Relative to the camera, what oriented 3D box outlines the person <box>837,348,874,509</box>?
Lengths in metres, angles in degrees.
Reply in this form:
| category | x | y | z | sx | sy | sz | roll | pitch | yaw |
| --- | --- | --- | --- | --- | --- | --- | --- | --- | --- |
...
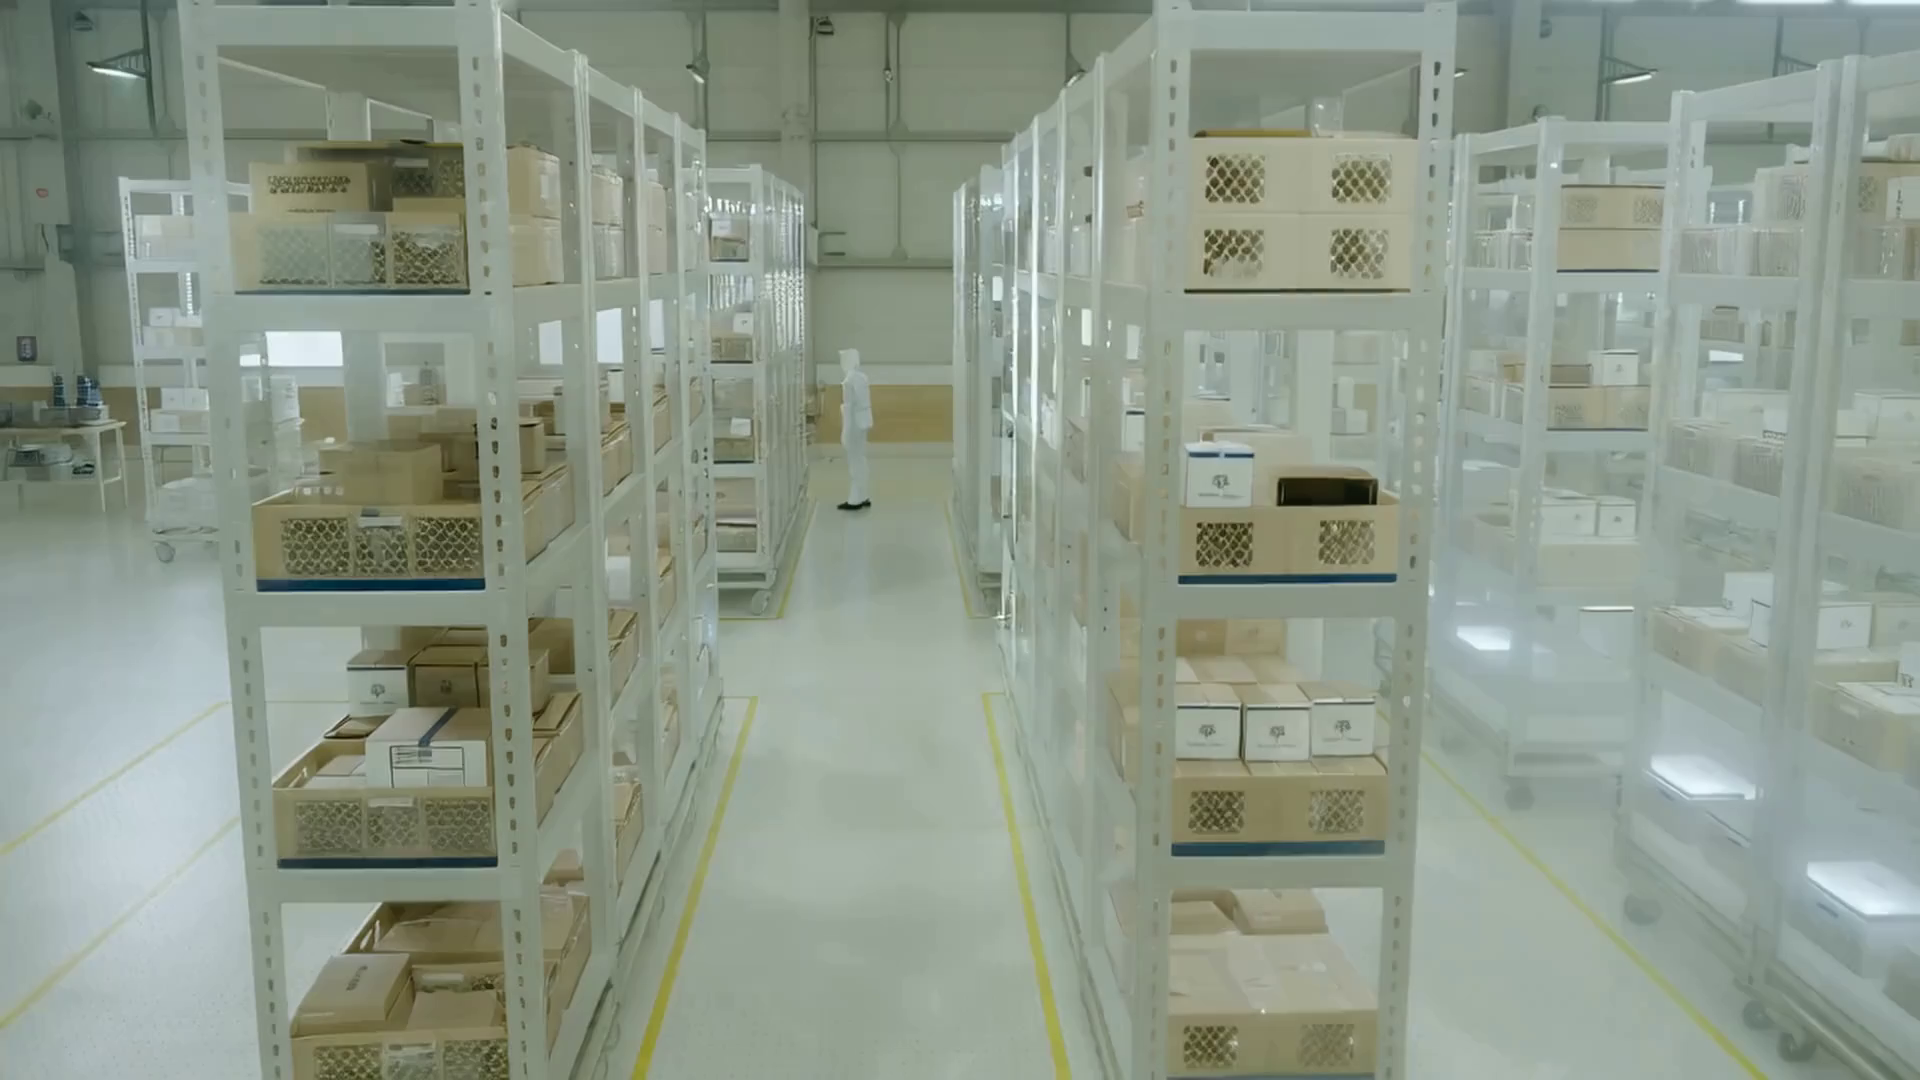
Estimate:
| category | x | y | z | sx | sy | sz | roll | pitch | yaw |
| --- | --- | --- | --- | --- | --- | --- | --- | --- | --- |
| person | -1.184 | -1.267 | 18.990 | 0.389 | 1.837 | 0.560 | 3 | 10 | 16 |
